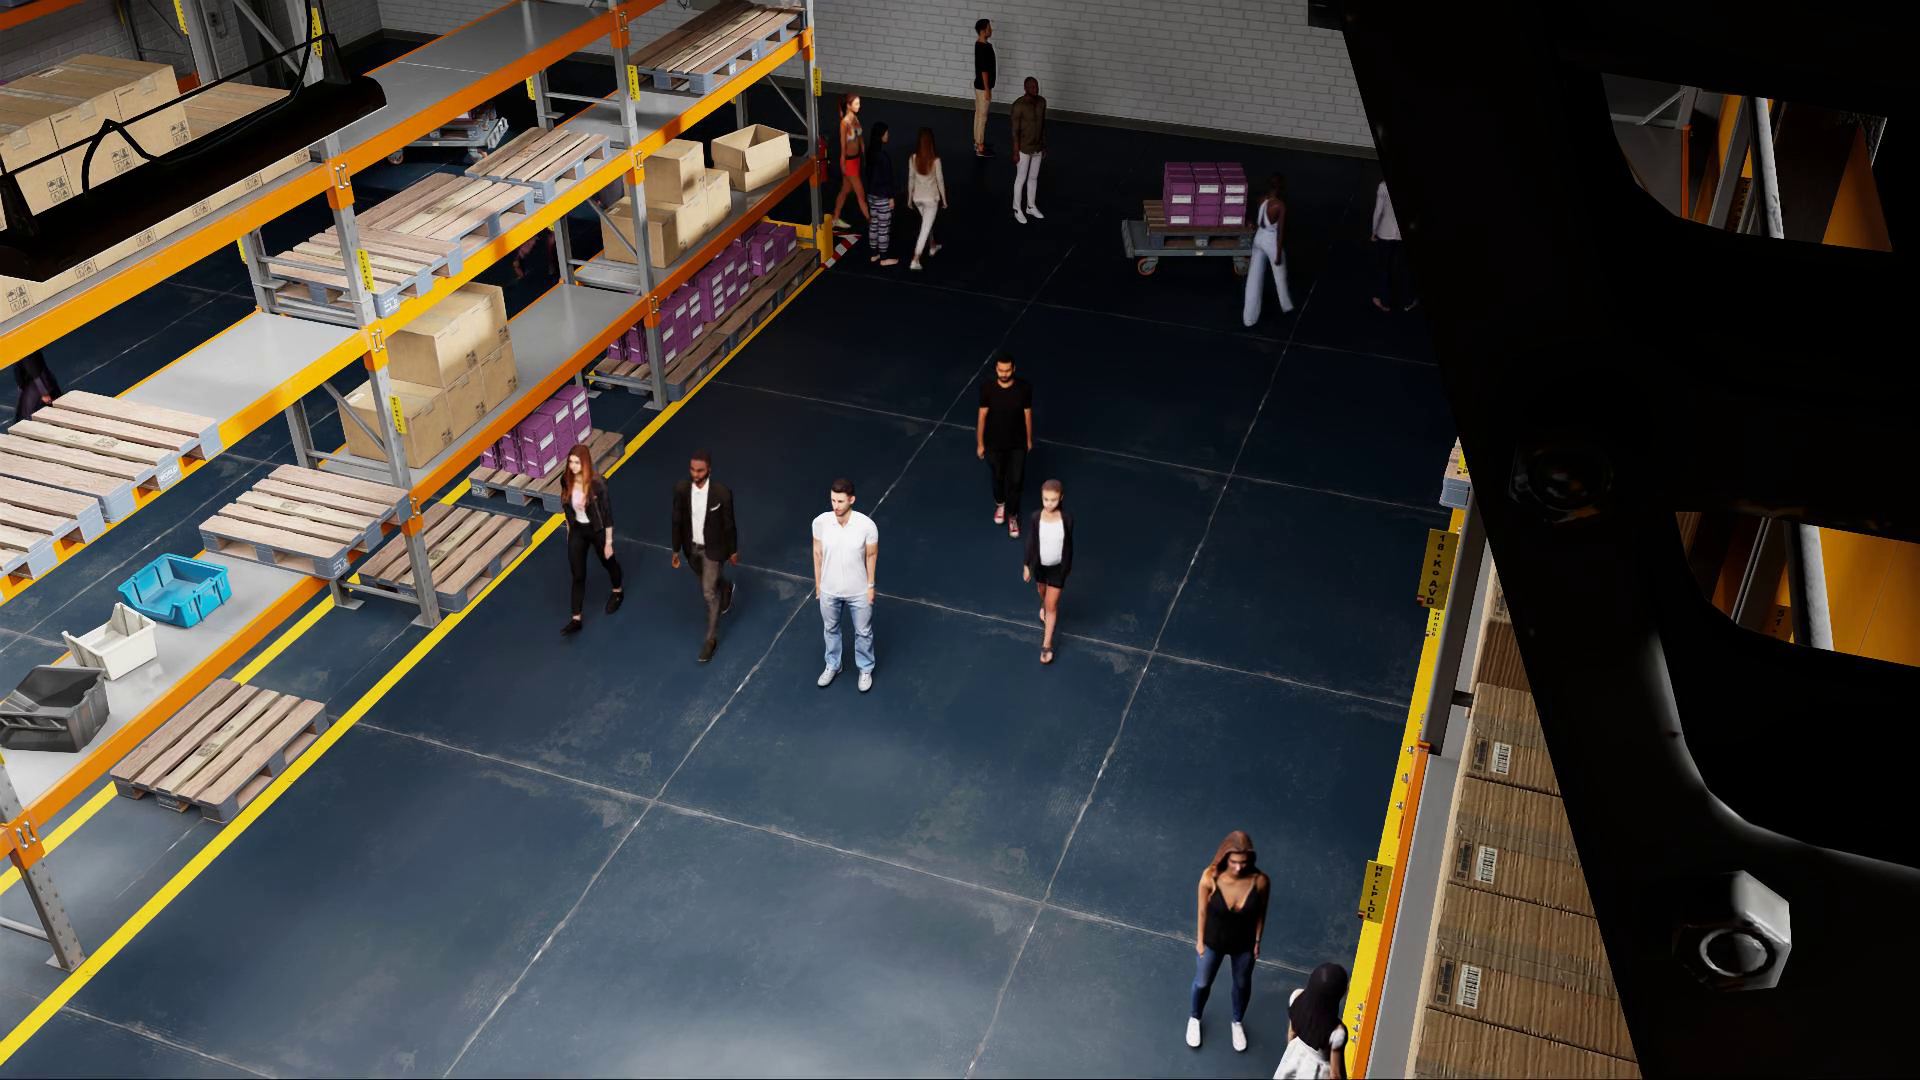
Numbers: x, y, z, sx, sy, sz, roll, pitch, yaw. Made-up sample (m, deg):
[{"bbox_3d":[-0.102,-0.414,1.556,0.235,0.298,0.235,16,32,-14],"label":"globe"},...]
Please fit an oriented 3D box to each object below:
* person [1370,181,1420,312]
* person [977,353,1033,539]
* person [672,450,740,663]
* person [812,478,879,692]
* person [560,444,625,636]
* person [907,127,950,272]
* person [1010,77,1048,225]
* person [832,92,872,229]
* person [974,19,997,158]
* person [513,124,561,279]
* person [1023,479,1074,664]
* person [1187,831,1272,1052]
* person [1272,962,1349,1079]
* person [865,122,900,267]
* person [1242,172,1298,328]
[{"bbox_3d":[4.915,-3.432,18.635,0.885,1.828,0.707,8,34,12],"label":"person"},{"bbox_3d":[0.412,-0.935,14.957,0.780,1.741,0.893,2,34,2],"label":"person"},{"bbox_3d":[-2.034,0.031,13.480,0.705,1.766,1.161,9,35,14],"label":"person"},{"bbox_3d":[-0.890,0.335,12.934,0.704,1.866,0.605,7,34,10],"label":"person"},{"bbox_3d":[-2.997,-0.096,13.751,0.702,1.678,1.063,9,35,13],"label":"person"},{"bbox_3d":[-0.435,-3.982,19.596,0.720,1.680,1.128,18,37,24],"label":"person"},{"bbox_3d":[0.862,-4.923,20.880,0.729,1.825,0.869,-24,40,-32],"label":"person"},{"bbox_3d":[-1.409,-4.637,20.518,0.631,1.750,0.967,11,35,16],"label":"person"},{"bbox_3d":[0.314,-6.215,22.793,0.764,1.860,0.619,-3,34,-5],"label":"person"},{"bbox_3d":[-4.965,-3.889,19.312,0.828,1.839,1.076,21,39,28],"label":"person"},{"bbox_3d":[0.730,0.148,13.528,0.694,1.518,1.095,5,34,8],"label":"person"},{"bbox_3d":[1.615,2.383,9.982,0.632,1.722,0.624,0,34,0],"label":"person"},{"bbox_3d":[1.903,2.961,9.070,0.820,1.769,0.784,-21,39,-28],"label":"person"},{"bbox_3d":[-0.956,-4.110,19.742,0.695,1.732,0.683,-22,40,-30],"label":"person"},{"bbox_3d":[3.312,-3.146,18.274,1.104,1.750,0.924,-25,41,-32],"label":"person"}]
